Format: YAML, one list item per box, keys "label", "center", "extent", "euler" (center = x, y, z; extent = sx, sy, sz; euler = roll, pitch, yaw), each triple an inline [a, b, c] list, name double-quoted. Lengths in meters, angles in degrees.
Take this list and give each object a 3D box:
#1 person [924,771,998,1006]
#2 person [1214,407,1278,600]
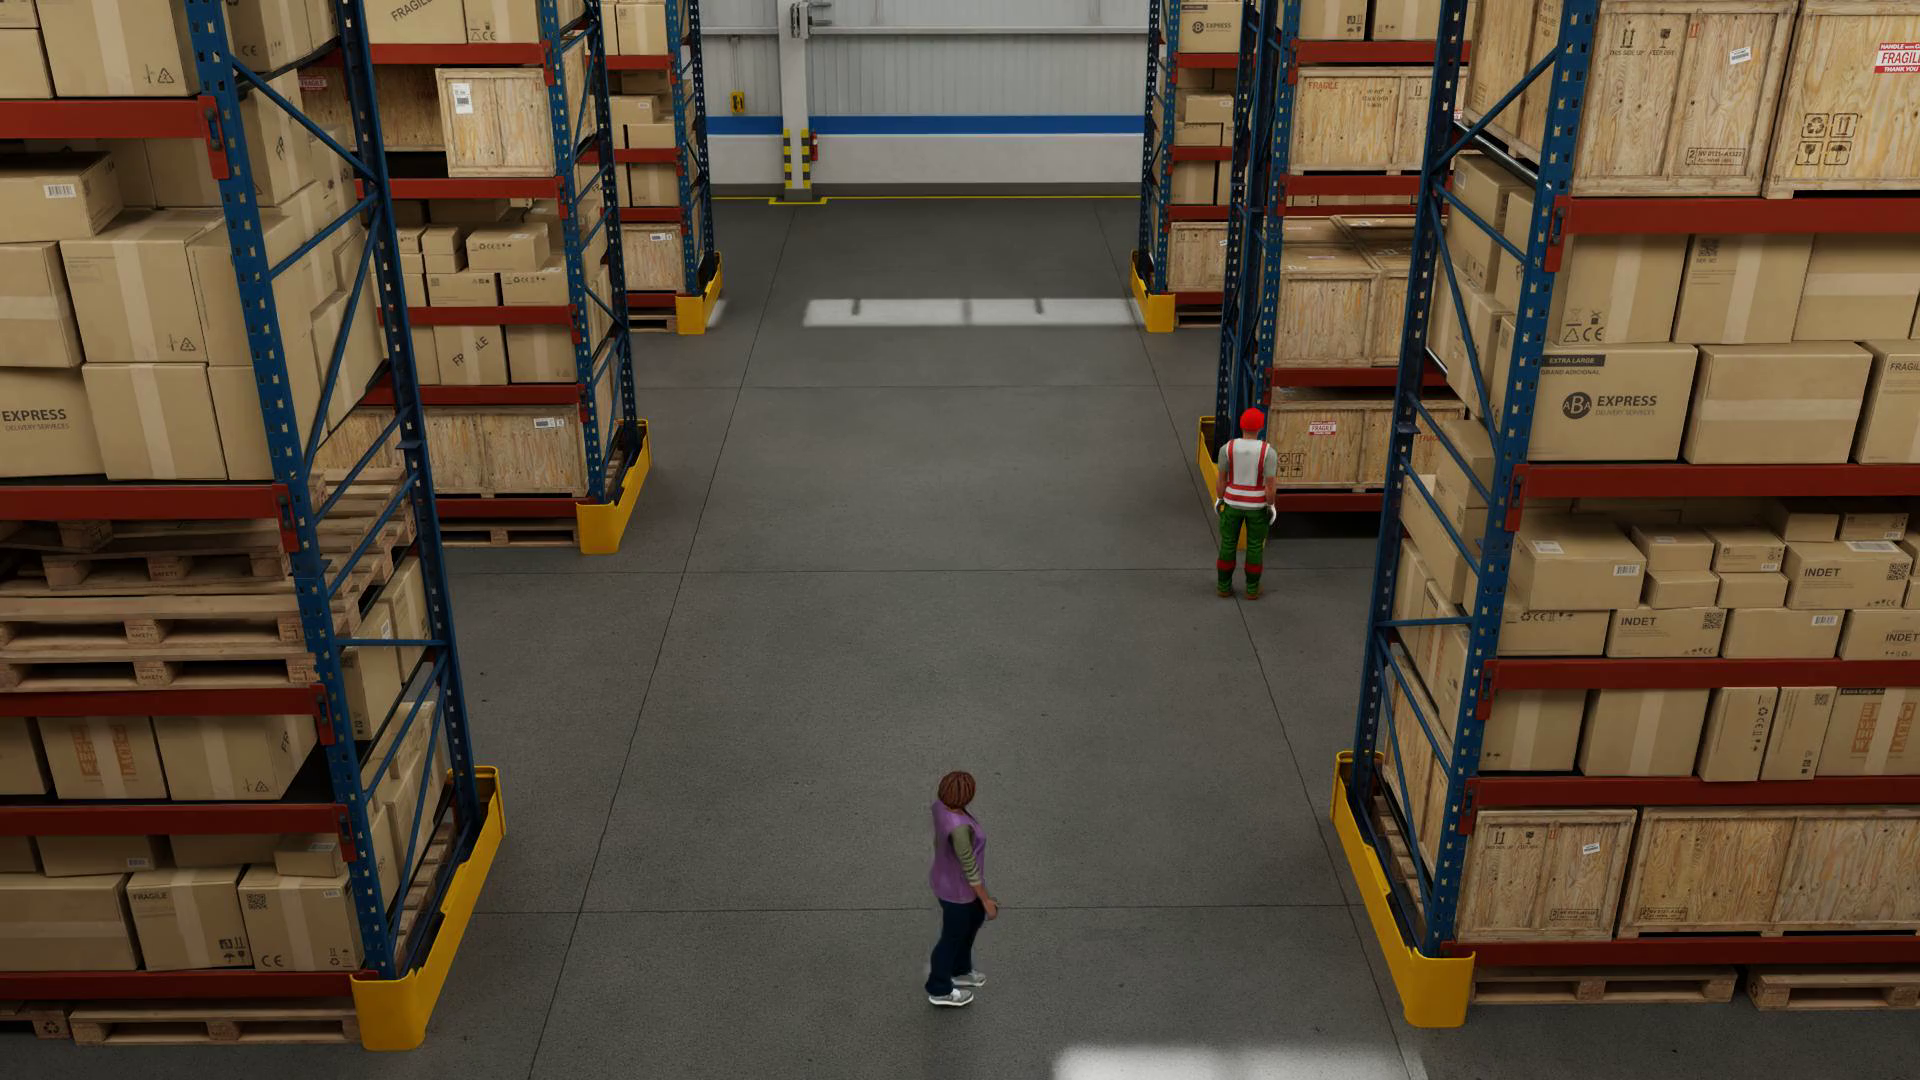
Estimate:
- label: "person"
  center: [-0.010, 2.038, 9.686]
  extent: [0.417, 1.616, 0.430]
  euler: [-6, 26, -13]
- label: "person"
  center: [2.507, -0.330, 14.554]
  extent: [0.544, 1.794, 0.391]
  euler: [7, 26, 15]
